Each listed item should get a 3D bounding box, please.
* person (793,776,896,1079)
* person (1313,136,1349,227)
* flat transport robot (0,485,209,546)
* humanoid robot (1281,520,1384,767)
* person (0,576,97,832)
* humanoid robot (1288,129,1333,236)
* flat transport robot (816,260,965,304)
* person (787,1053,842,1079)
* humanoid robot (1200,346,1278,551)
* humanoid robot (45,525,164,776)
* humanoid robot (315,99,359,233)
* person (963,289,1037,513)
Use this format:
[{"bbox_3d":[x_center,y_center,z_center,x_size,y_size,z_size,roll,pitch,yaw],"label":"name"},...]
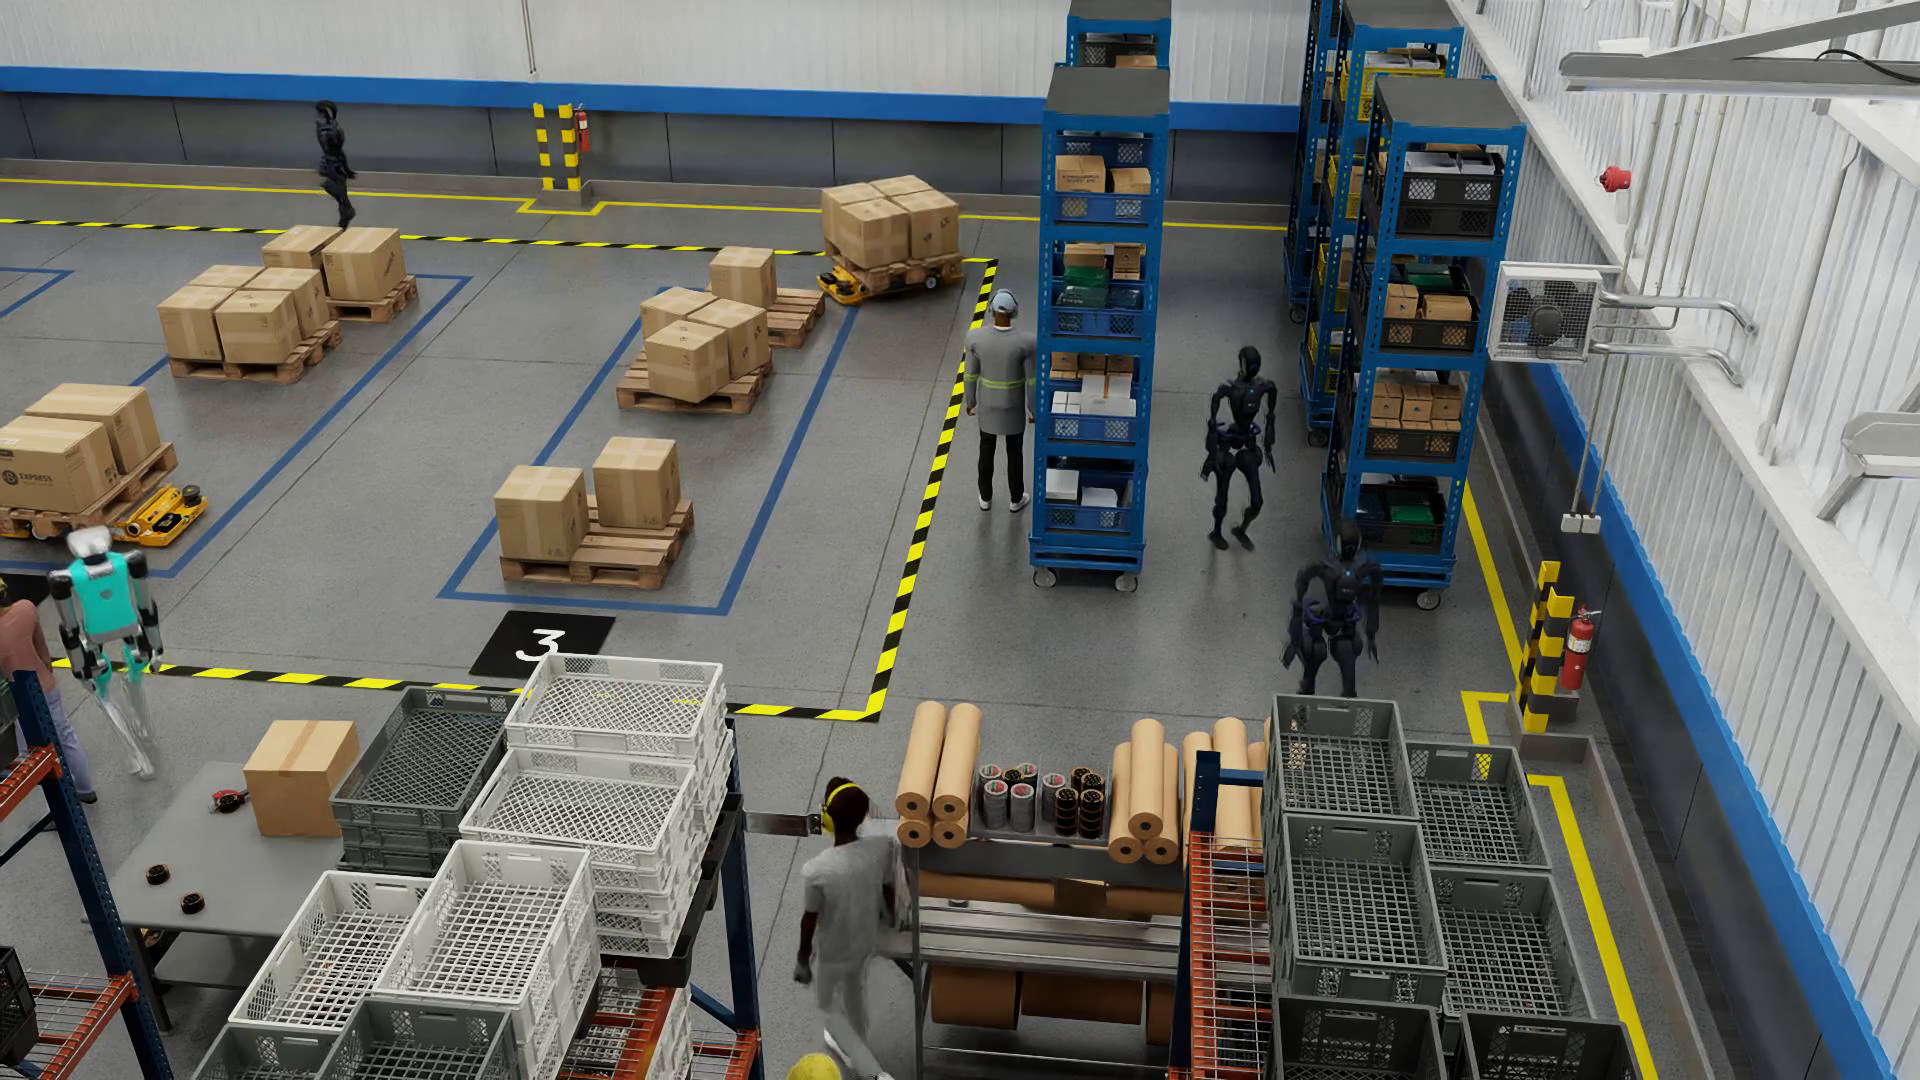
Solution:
[{"bbox_3d":[-0.522,1.910,7.821,0.537,1.850,0.633,-23,38,-34],"label":"person"},{"bbox_3d":[4.007,-4.036,18.035,0.383,1.846,0.569,6,31,10],"label":"person"},{"bbox_3d":[-6.753,-0.237,13.052,1.431,0.197,0.652,3,30,6],"label":"flat transport robot"},{"bbox_3d":[2.308,0.617,10.237,0.604,1.628,0.720,-3,30,-6],"label":"humanoid robot"},{"bbox_3d":[-5.426,0.910,9.621,0.326,1.768,0.524,6,31,10],"label":"person"},{"bbox_3d":[3.886,-3.906,18.018,0.584,1.628,0.718,23,37,34],"label":"humanoid robot"},{"bbox_3d":[-0.726,-2.793,17.444,1.431,0.197,0.652,-14,33,-23],"label":"flat transport robot"},{"bbox_3d":[-0.538,2.690,6.587,0.487,1.743,0.294,-24,38,-35],"label":"person"},{"bbox_3d":[2.078,-0.663,12.409,0.588,1.647,0.441,-9,31,-15],"label":"humanoid robot"},{"bbox_3d":[-5.160,0.614,10.096,0.538,1.741,0.732,-22,37,-32],"label":"humanoid robot"},{"bbox_3d":[-6.788,-3.982,18.109,0.351,1.651,0.600,-2,30,-4],"label":"humanoid robot"},{"bbox_3d":[0.334,-1.088,12.967,0.599,1.850,0.391,5,31,9],"label":"person"}]
